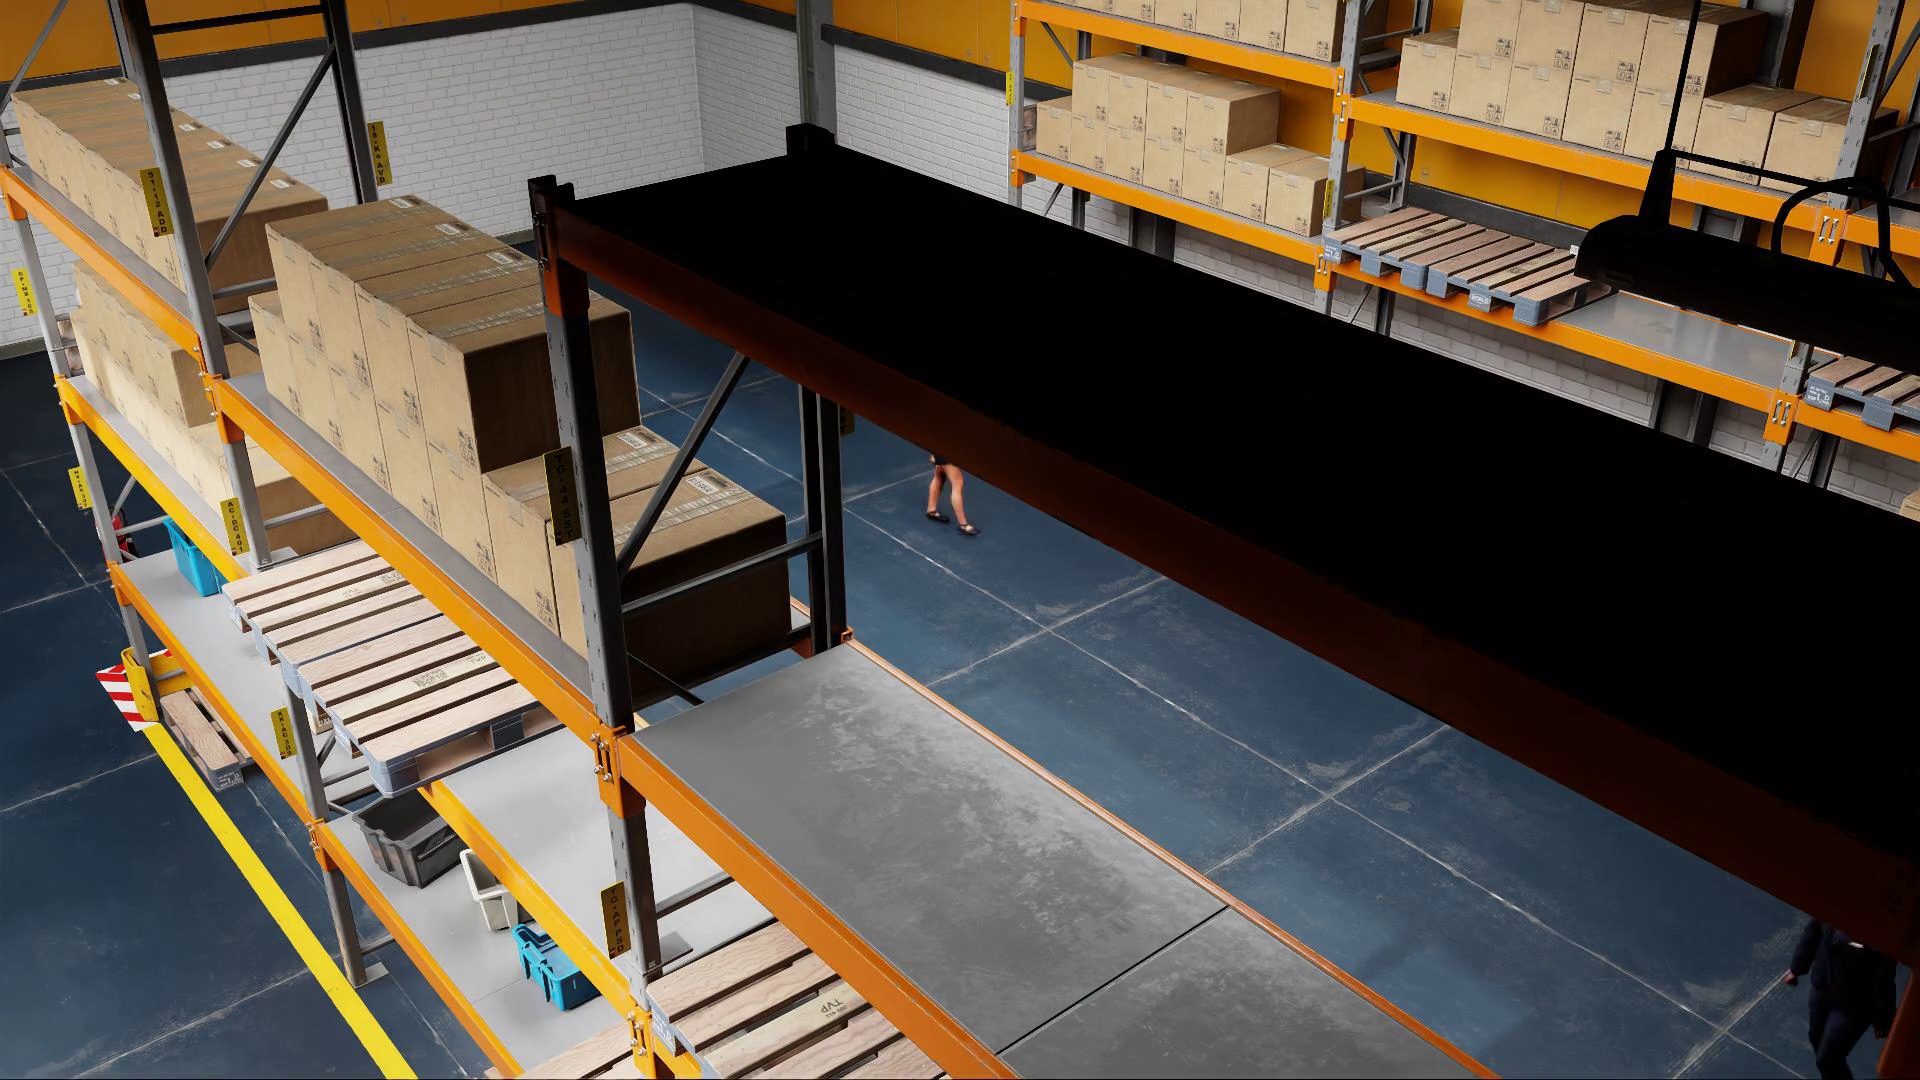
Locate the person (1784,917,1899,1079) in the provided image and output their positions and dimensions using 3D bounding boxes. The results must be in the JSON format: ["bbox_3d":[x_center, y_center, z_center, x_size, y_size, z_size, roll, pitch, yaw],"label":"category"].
[{"bbox_3d":[4.860,2.489,9.011,0.910,1.780,0.815,-9,30,-16],"label":"person"}]
